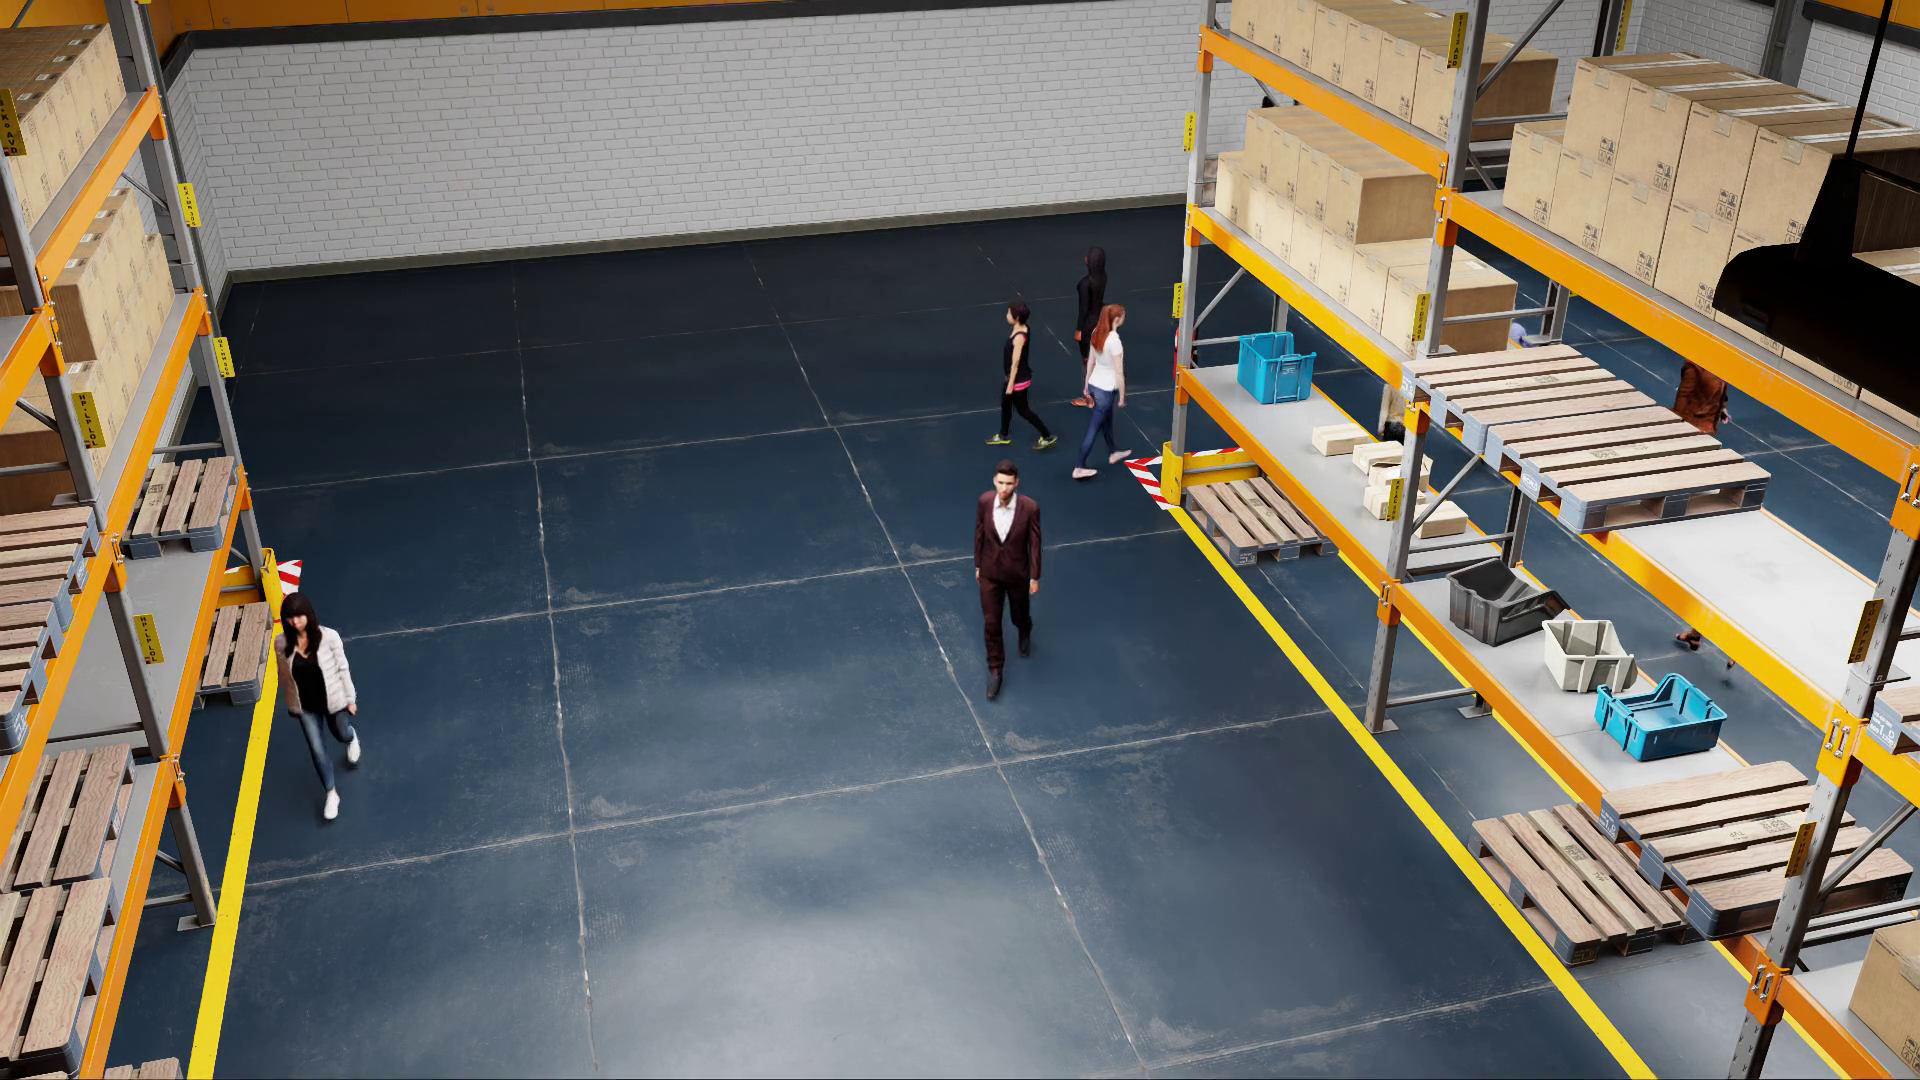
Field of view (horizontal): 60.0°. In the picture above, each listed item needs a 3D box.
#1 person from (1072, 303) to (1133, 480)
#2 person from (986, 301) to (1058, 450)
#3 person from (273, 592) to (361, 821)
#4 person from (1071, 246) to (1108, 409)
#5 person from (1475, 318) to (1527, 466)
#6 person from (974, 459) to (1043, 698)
[{"bbox_3d":[1.256,-1.371,15.649,0.795,1.700,0.966,-16,32,-27],"label":"person"},{"bbox_3d":[0.640,-1.579,16.199,0.815,1.537,0.949,2,29,4],"label":"person"},{"bbox_3d":[-4.344,1.040,11.316,0.649,1.614,1.017,-6,29,-11],"label":"person"},{"bbox_3d":[1.352,-2.213,17.172,0.728,1.719,0.676,17,33,28],"label":"person"},{"bbox_3d":[5.121,-1.477,15.827,0.714,1.714,0.684,-2,29,-3],"label":"person"},{"bbox_3d":[0.368,0.208,12.601,1.034,1.845,1.239,6,29,12],"label":"person"}]
